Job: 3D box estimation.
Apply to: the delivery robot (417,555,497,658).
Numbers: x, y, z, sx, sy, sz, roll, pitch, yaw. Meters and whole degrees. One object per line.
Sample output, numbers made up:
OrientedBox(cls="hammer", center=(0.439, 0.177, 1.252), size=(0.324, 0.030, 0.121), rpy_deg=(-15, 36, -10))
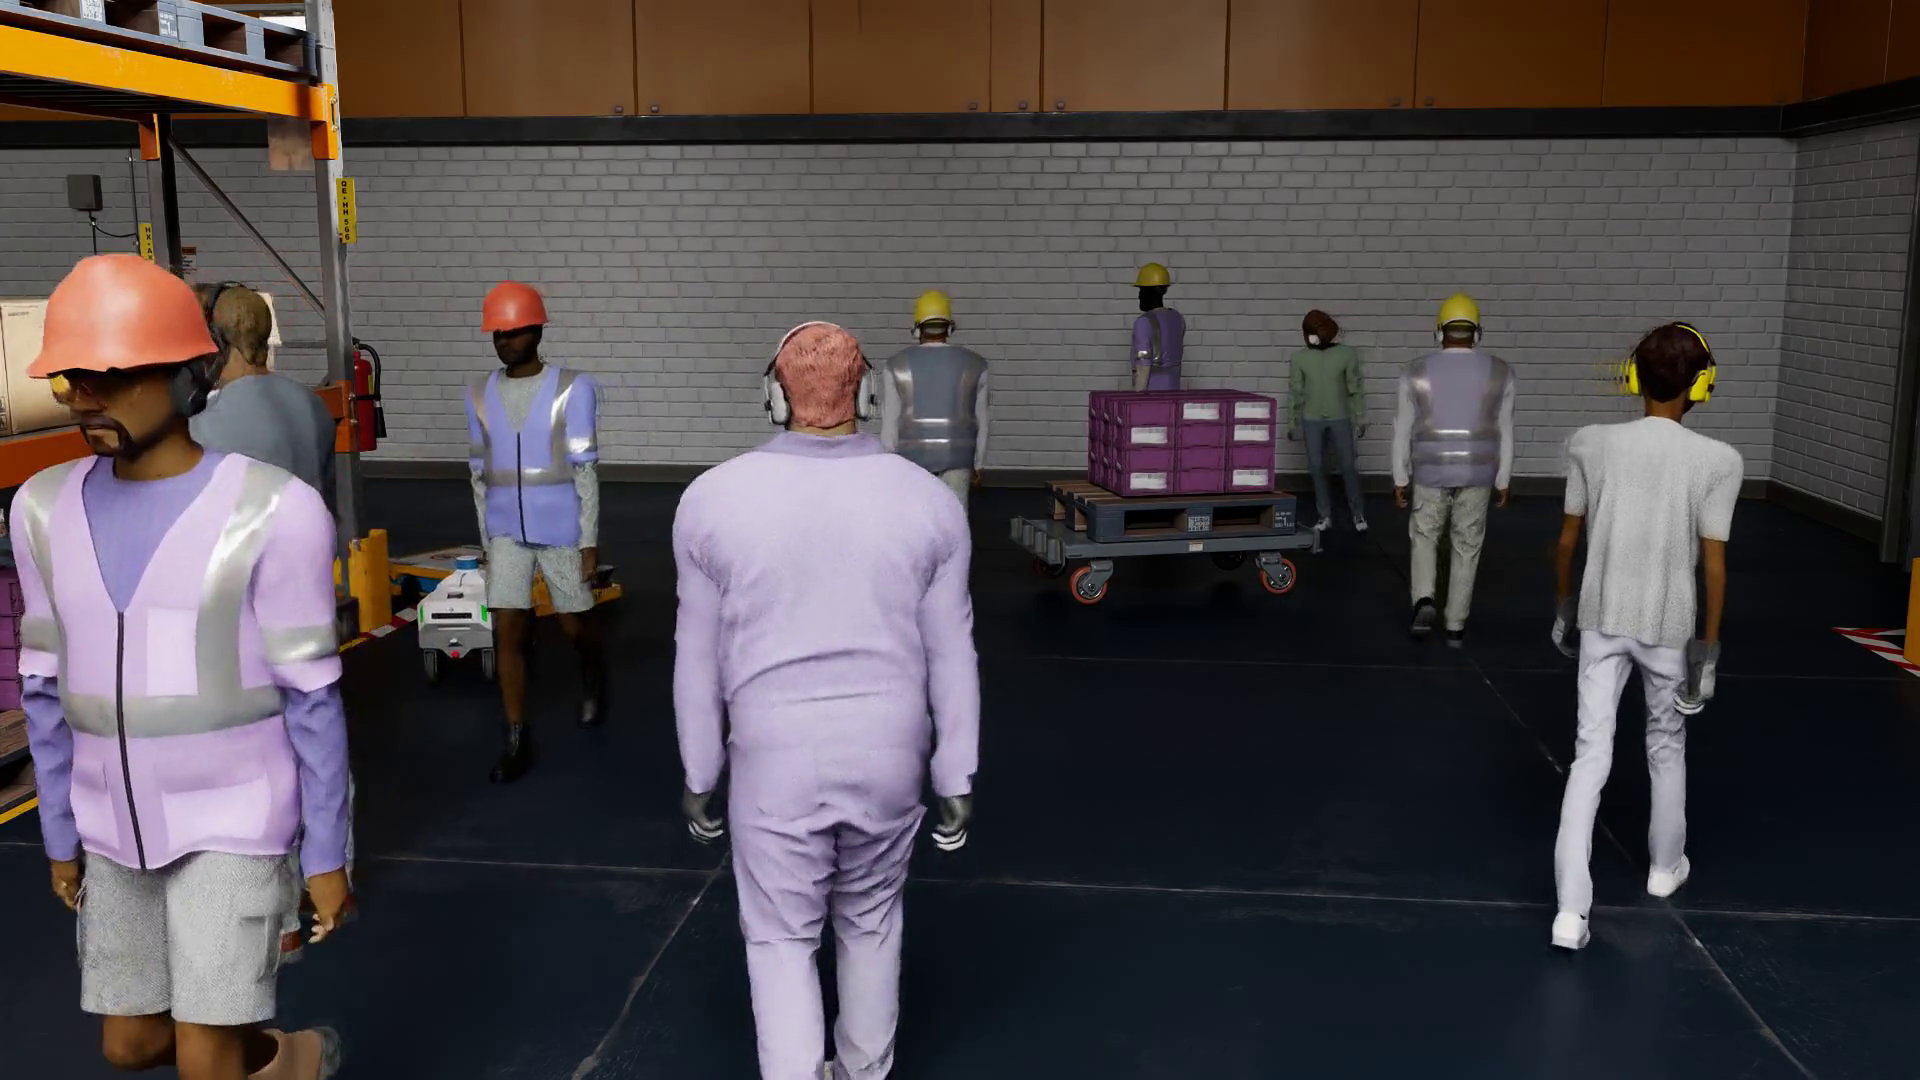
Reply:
OrientedBox(cls="delivery robot", center=(-2.352, 0.317, 7.977), size=(0.477, 0.478, 0.707), rpy_deg=(-1, 10, -3))

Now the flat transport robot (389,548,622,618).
OrientedBox(cls="flat transport robot", center=(-2.708, 0.222, 9.598), size=(1.431, 0.197, 0.652), rpy_deg=(6, 12, 32))

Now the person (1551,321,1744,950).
OrientedBox(cls="person", center=(1.987, 0.271, 4.919), size=(0.533, 1.823, 0.989), rpy_deg=(6, 12, 31))

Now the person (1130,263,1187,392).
OrientedBox(cls="person", center=(1.392, -1.024, 11.996), size=(0.369, 1.928, 0.586), rpy_deg=(7, 12, 36))

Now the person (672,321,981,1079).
OrientedBox(cls="person", center=(-0.268, 0.482, 3.522), size=(0.653, 1.881, 0.798), rpy_deg=(-2, 10, -14))

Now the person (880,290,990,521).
OrientedBox(cls="person", center=(-0.138, -0.439, 9.002), size=(0.594, 1.796, 0.868), rpy_deg=(-1, 10, -4))

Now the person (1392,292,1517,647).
OrientedBox(cls="person", center=(2.485, -0.334, 8.386), size=(0.601, 1.815, 0.500), rpy_deg=(3, 10, 14))

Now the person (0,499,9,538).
OrientedBox(cls="person", center=(-6.928, -0.875, 11.287), size=(0.647, 1.890, 0.975), rpy_deg=(-2, 10, -10))

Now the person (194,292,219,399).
OrientedBox(cls="person", center=(-2.500, 0.115, 5.604), size=(0.576, 1.883, 0.355), rpy_deg=(1, 10, 8))

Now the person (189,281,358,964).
OrientedBox(cls="person", center=(-1.997, 0.240, 4.766), size=(0.375, 1.930, 0.648), rpy_deg=(2, 10, 9))

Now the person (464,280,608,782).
OrientedBox(cls="person", center=(-1.651, -0.067, 6.584), size=(0.546, 1.913, 0.842), rpy_deg=(1, 10, 5))

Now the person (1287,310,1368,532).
OrientedBox(cls="person", center=(2.619, -0.845, 11.903), size=(0.554, 1.595, 0.388), rpy_deg=(3, 10, 17))

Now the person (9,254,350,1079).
OrientedBox(cls="person", center=(-1.388, 0.490, 3.085), size=(0.616, 2.024, 0.793), rpy_deg=(2, 10, 9))
